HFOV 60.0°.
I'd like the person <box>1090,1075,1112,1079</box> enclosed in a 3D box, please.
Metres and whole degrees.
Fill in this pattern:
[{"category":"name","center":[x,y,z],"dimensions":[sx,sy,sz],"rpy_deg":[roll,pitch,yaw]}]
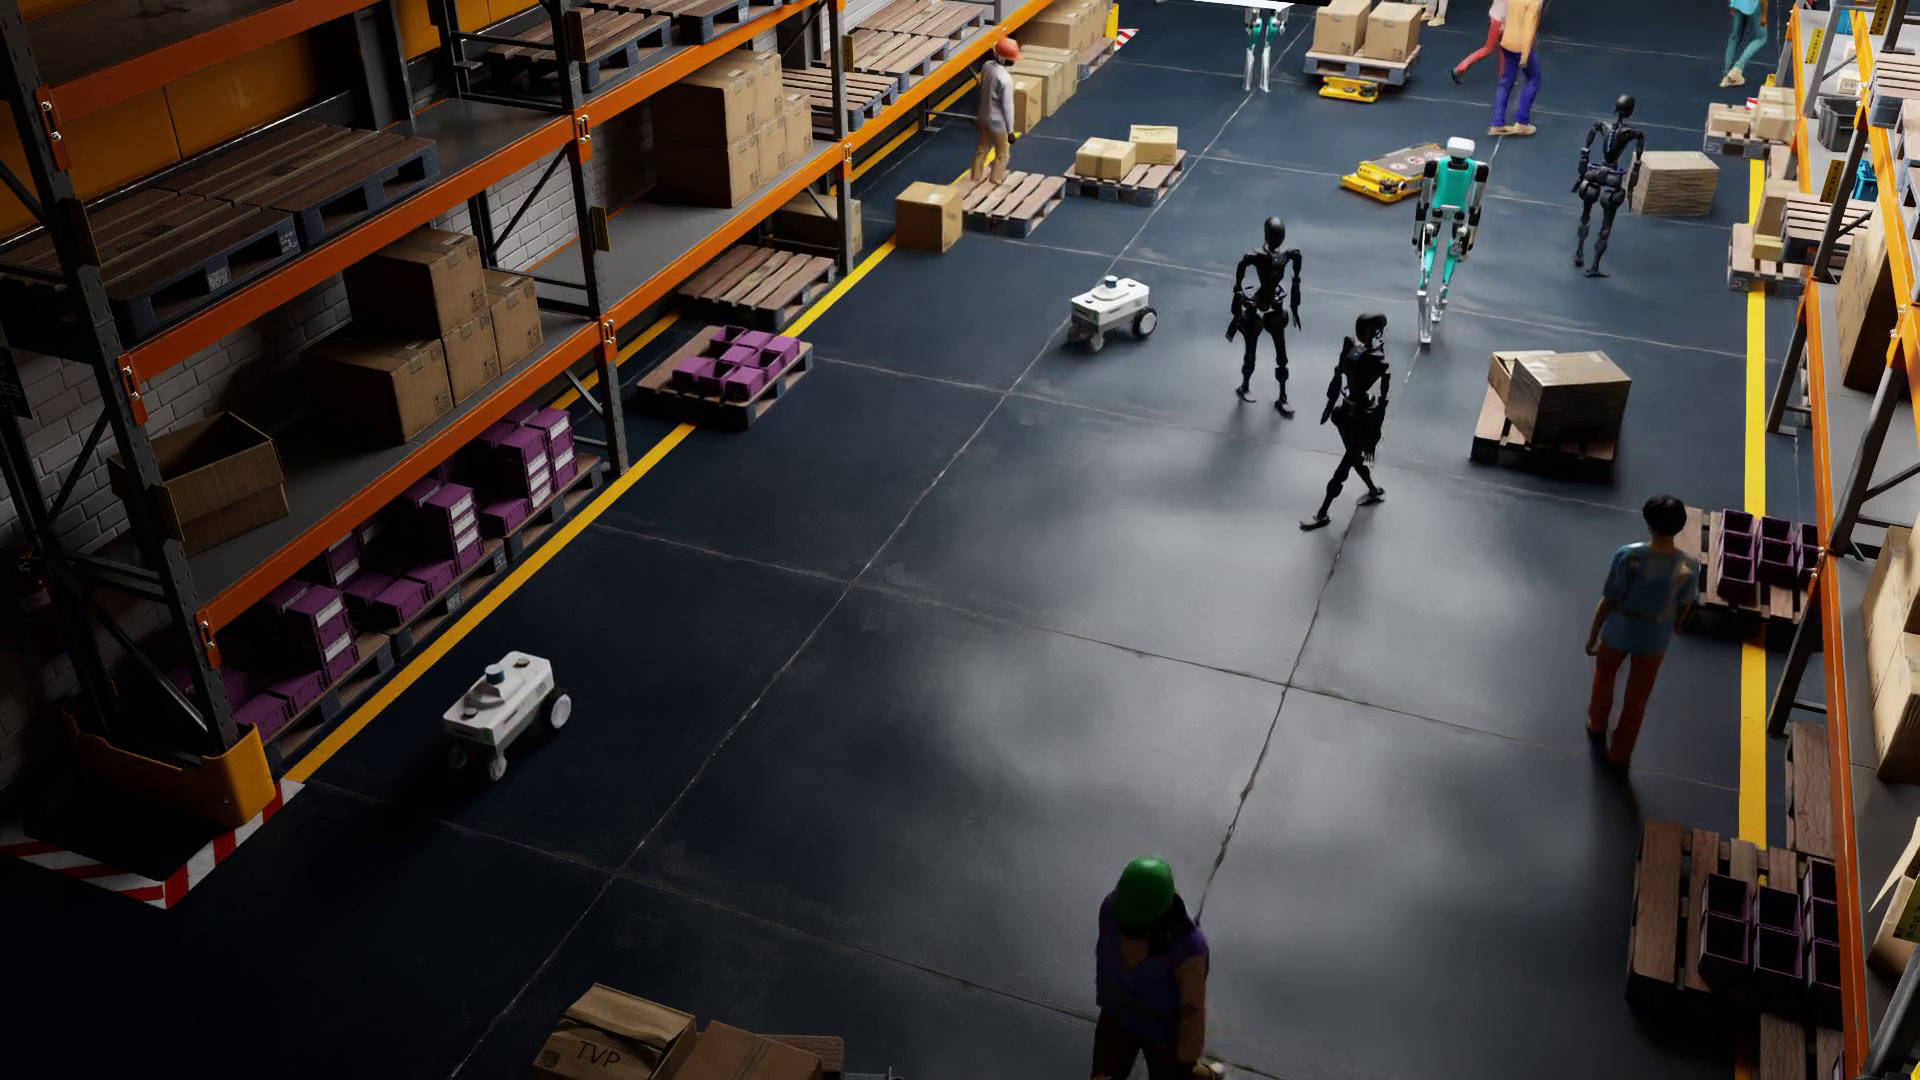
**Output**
[{"category":"person","center":[0.525,2.632,6.271],"dimensions":[0.864,1.606,0.440],"rpy_deg":[-22,39,-31]}]

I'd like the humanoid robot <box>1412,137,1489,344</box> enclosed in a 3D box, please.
[{"category":"humanoid robot","center":[4.106,-2.479,14.074],"dimensions":[0.547,1.753,0.963],"rpy_deg":[5,33,8]}]

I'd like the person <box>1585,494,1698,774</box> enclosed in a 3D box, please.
[{"category":"person","center":[3.838,0.506,9.429],"dimensions":[0.514,1.754,0.573],"rpy_deg":[11,35,17]}]

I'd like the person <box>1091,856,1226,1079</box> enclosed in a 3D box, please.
[{"category":"person","center":[0.834,1.968,7.064],"dimensions":[0.572,1.885,0.877],"rpy_deg":[25,40,33]}]

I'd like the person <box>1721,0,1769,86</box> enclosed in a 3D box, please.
[{"category":"person","center":[9.502,-6.365,19.978],"dimensions":[0.460,1.855,0.553],"rpy_deg":[-15,36,-22]}]

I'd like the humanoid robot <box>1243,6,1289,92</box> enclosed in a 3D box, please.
[{"category":"humanoid robot","center":[3.624,-6.218,19.905],"dimensions":[0.532,1.827,0.693],"rpy_deg":[-1,33,-2]}]

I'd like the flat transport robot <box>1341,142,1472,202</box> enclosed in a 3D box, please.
[{"category":"flat transport robot","center":[4.779,-3.905,17.635],"dimensions":[1.431,0.231,0.659],"rpy_deg":[-22,39,-30]}]

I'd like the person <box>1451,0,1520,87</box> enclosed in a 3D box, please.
[{"category":"person","center":[6.426,-6.283,19.970],"dimensions":[0.825,1.726,0.530],"rpy_deg":[2,33,3]}]

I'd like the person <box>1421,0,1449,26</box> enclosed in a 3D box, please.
[{"category":"person","center":[6.460,-7.829,22.316],"dimensions":[0.312,1.778,0.469],"rpy_deg":[-10,34,-14]}]

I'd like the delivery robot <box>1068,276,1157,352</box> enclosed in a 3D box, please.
[{"category":"delivery robot","center":[1.311,-2.006,14.421],"dimensions":[0.764,0.582,0.499],"rpy_deg":[-25,41,-33]}]

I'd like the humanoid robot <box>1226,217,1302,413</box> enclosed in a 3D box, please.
[{"category":"humanoid robot","center":[2.412,-1.781,13.072],"dimensions":[0.610,1.627,0.610],"rpy_deg":[-7,33,-10]}]

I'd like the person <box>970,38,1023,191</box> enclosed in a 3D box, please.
[{"category":"person","center":[0.341,-4.237,16.827],"dimensions":[0.460,1.708,0.621],"rpy_deg":[-15,36,-22]}]

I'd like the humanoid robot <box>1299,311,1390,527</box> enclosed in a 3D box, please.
[{"category":"humanoid robot","center":[2.788,-0.876,11.696],"dimensions":[0.794,1.621,0.598],"rpy_deg":[-15,36,-21]}]

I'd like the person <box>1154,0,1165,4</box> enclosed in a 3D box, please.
[{"category":"person","center":[3.079,-8.462,23.410],"dimensions":[0.531,1.651,0.881],"rpy_deg":[21,39,29]}]

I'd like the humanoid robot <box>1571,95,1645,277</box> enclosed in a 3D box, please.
[{"category":"humanoid robot","center":[5.965,-3.305,15.407],"dimensions":[0.597,1.651,0.352],"rpy_deg":[25,40,33]}]

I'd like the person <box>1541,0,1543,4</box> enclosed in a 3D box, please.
[{"category":"person","center":[7.583,-7.514,21.919],"dimensions":[0.431,1.676,0.474],"rpy_deg":[0,33,0]}]

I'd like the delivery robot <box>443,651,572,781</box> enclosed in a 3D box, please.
[{"category":"delivery robot","center":[-2.690,0.991,9.812],"dimensions":[0.499,0.614,0.808],"rpy_deg":[12,35,18]}]

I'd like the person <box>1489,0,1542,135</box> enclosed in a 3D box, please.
[{"category":"person","center":[6.297,-5.507,18.569],"dimensions":[0.631,1.947,0.545],"rpy_deg":[-10,34,-16]}]

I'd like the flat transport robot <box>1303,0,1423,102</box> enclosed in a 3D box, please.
[{"category":"flat transport robot","center":[4.908,-5.684,20.389],"dimensions":[0.659,0.231,1.431],"rpy_deg":[14,35,21]}]

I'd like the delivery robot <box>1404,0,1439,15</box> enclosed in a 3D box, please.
[{"category":"delivery robot","center":[6.465,-7.655,23.166],"dimensions":[0.499,0.585,0.777],"rpy_deg":[7,34,11]}]
